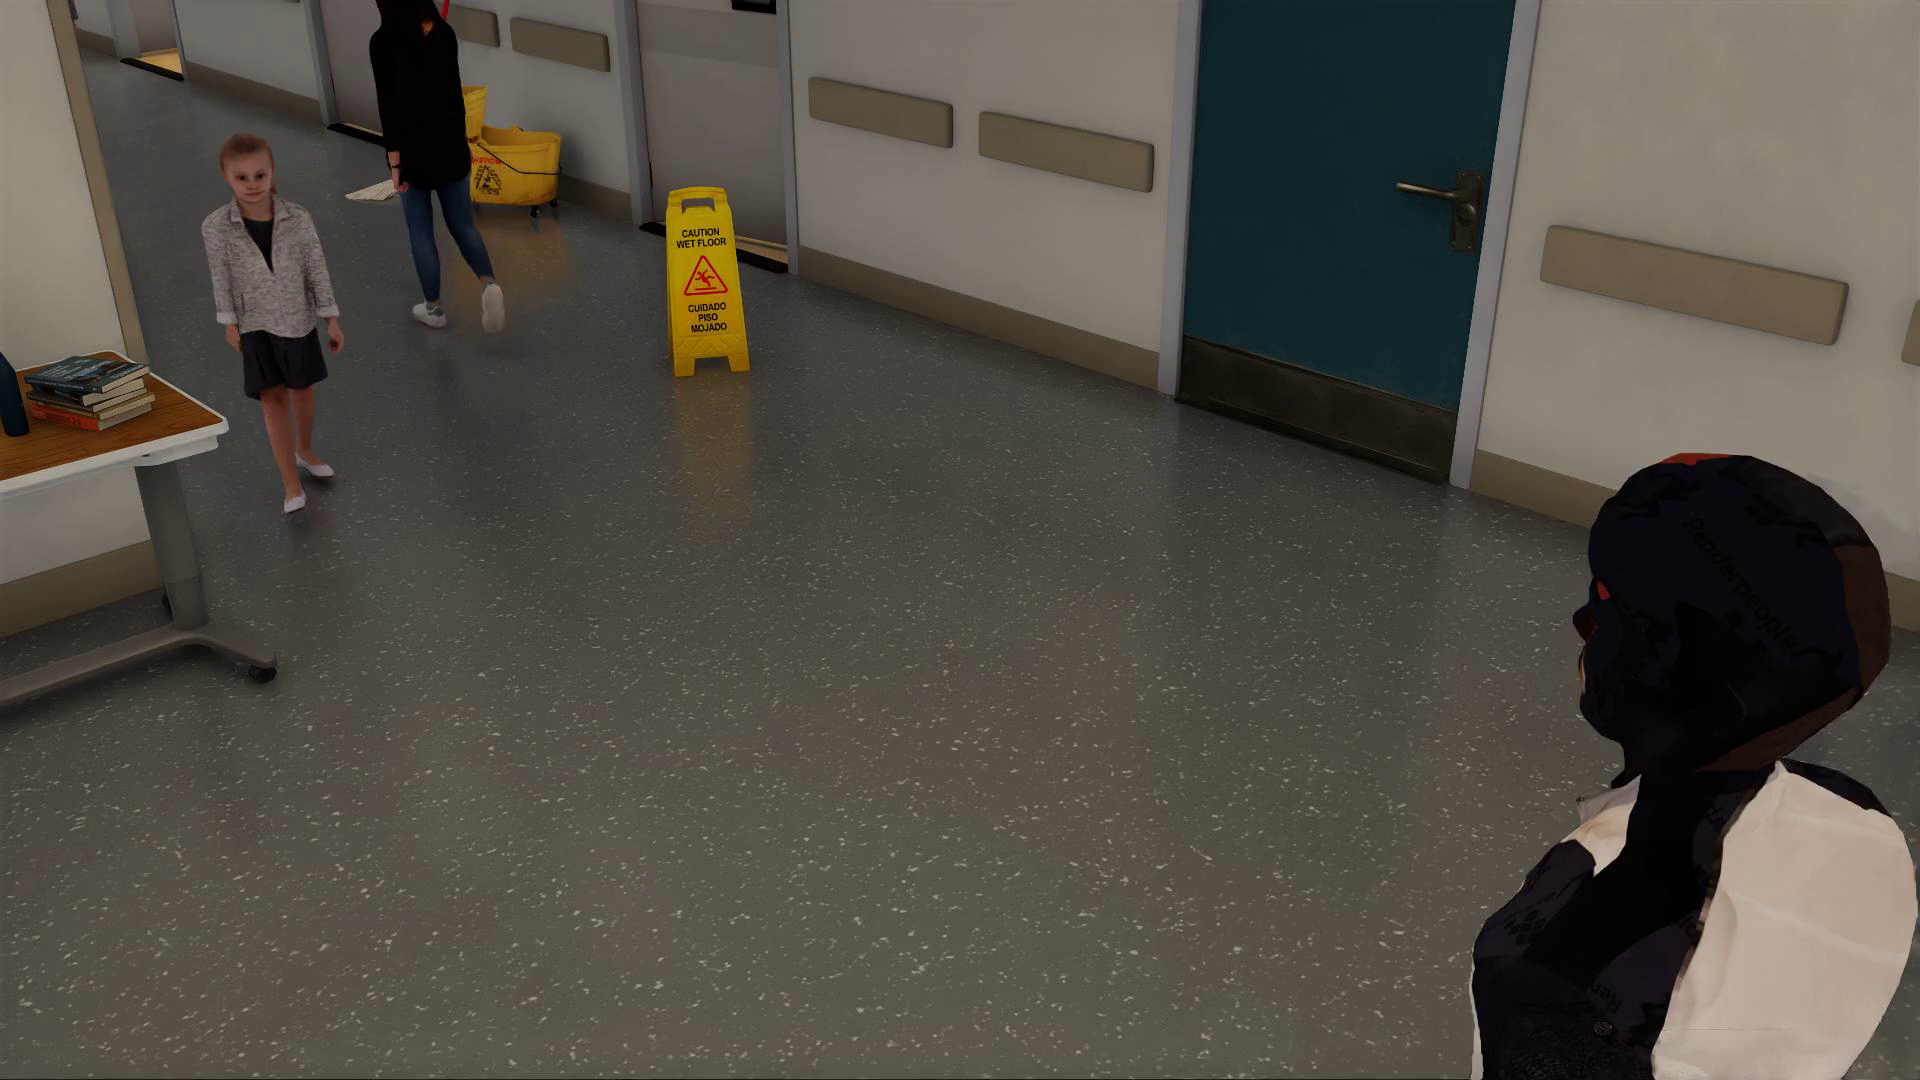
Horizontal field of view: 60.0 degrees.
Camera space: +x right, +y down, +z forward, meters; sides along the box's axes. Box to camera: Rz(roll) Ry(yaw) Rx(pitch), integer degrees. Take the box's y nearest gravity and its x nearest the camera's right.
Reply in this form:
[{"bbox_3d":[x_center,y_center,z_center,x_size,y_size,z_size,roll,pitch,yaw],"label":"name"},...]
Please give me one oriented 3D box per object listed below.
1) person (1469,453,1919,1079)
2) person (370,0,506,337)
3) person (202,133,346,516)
[{"bbox_3d":[0.709,0.849,1.657,0.899,1.858,1.261,-14,29,-26],"label":"person"},{"bbox_3d":[-2.231,-1.654,7.110,0.626,1.630,0.979,-21,33,-36],"label":"person"},{"bbox_3d":[-2.350,-0.763,5.690,0.647,1.252,0.844,-17,30,-31],"label":"person"}]
